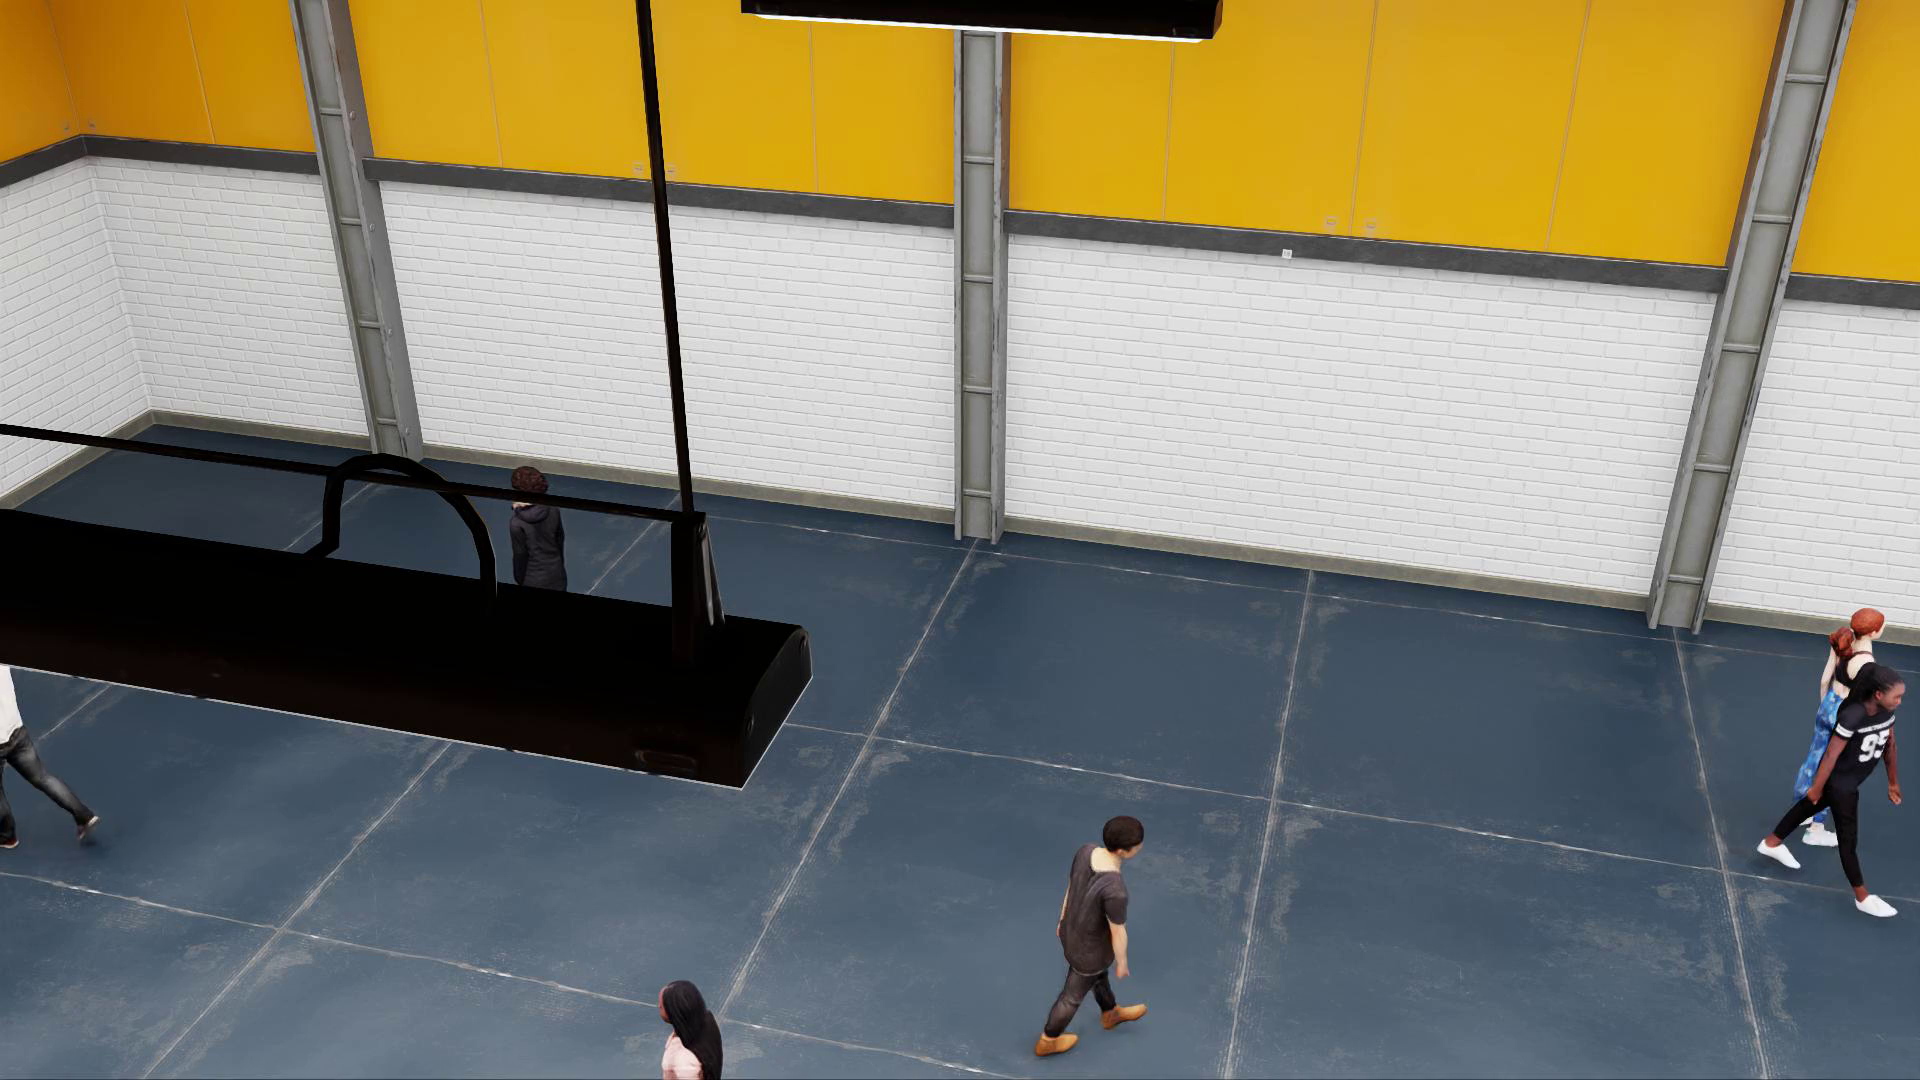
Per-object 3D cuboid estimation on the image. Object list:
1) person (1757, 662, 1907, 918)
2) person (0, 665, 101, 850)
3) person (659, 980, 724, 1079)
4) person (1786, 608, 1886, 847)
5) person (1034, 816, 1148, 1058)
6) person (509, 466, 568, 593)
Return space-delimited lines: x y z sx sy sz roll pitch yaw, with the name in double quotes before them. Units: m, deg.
"person" 5.580 1.505 10.678 1.125 1.696 1.232 -21 35 -33
"person" -6.252 1.306 10.966 1.083 1.779 0.661 7 29 12
"person" -1.290 2.839 8.208 0.608 1.719 0.674 0 29 0
"person" 5.867 1.231 11.099 0.707 1.784 0.671 -6 29 -11
"person" 0.650 2.243 9.359 1.082 1.664 0.941 -12 31 -20
"person" -3.243 0.246 12.901 0.722 1.778 0.714 23 36 35
